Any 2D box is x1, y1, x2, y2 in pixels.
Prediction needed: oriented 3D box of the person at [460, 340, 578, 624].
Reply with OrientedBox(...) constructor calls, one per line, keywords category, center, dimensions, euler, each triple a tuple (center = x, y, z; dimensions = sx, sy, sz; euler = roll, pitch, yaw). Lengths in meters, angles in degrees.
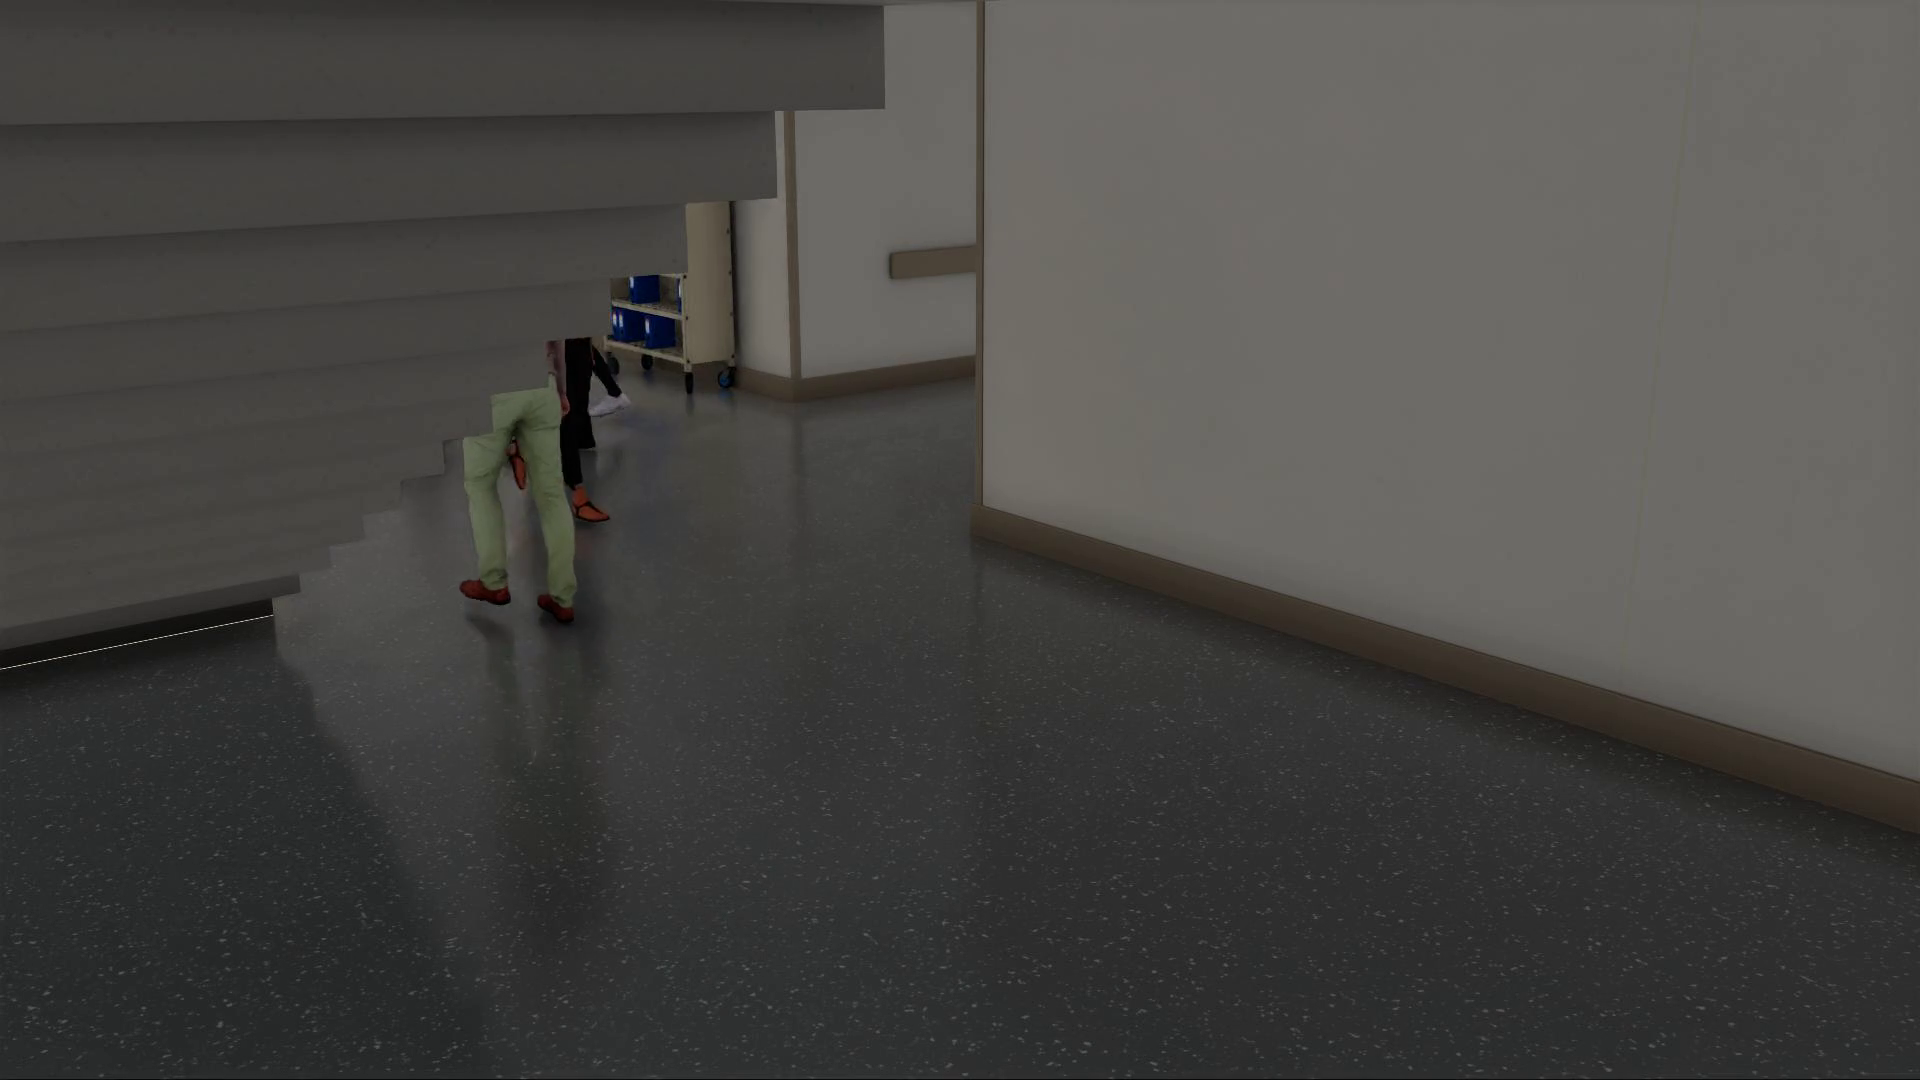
OrientedBox(category="person", center=(-1.838, -0.551, 6.933), dimensions=(0.680, 1.840, 0.839), euler=(-13, 20, -39))
